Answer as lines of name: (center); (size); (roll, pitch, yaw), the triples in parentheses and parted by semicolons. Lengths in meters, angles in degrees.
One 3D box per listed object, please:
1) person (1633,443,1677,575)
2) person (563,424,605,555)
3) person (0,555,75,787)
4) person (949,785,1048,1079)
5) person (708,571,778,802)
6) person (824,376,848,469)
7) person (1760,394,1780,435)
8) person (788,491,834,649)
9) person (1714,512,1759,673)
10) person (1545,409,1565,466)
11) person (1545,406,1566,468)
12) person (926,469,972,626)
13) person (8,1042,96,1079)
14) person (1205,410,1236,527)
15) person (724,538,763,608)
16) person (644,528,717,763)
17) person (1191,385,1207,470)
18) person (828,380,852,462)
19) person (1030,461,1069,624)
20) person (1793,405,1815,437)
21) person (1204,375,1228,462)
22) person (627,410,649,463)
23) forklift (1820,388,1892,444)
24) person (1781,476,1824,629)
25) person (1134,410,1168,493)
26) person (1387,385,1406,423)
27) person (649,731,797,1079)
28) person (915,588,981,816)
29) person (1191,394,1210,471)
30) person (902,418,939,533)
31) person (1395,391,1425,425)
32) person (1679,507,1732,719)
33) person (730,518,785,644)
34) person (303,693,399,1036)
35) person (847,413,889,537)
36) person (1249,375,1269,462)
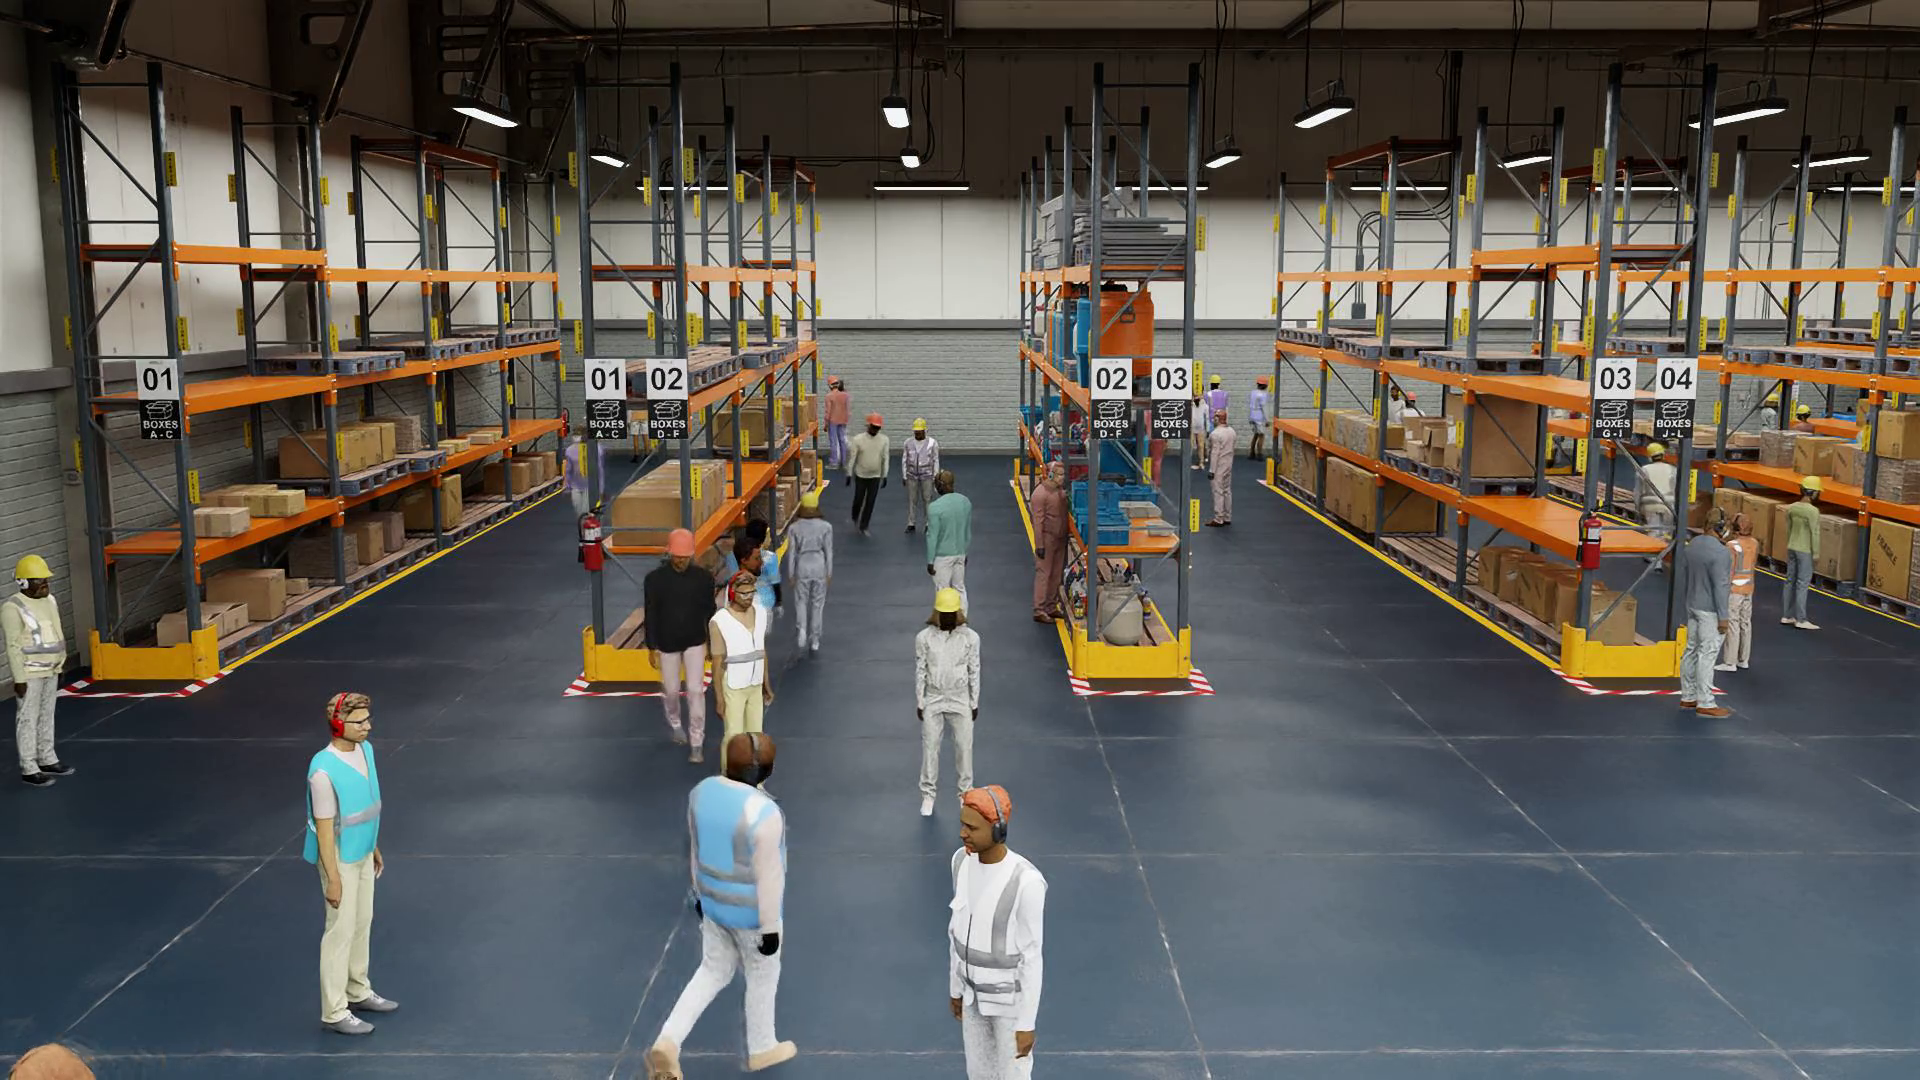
person: (9.538, -0.427, 22.746); (0.603, 1.784, 0.876); (1, 9, 8)
person: (-5.489, -0.725, 24.192); (0.651, 1.918, 0.457); (3, 9, 21)
person: (-7.328, 1.023, 13.228); (0.404, 1.834, 0.592); (0, 9, 2)
person: (0.144, 1.957, 7.095); (0.356, 1.879, 0.576); (-7, 11, -37)
person: (-1.662, 1.131, 12.554); (0.404, 1.831, 0.573); (6, 11, 34)
person: (-2.656, -2.498, 35.389); (0.393, 1.985, 0.611); (8, 12, 43)
person: (16.337, -2.087, 33.574); (0.323, 1.730, 0.491); (0, 9, 0)
person: (-1.609, 0.335, 17.991); (0.488, 1.731, 0.397); (0, 9, -3)
person: (7.933, 0.536, 16.983); (0.523, 1.639, 0.306); (-6, 11, -34)
person: (12.807, -2.385, 35.878); (0.480, 1.643, 0.507); (-7, 11, -39)
person: (12.051, -2.196, 33.644); (0.403, 1.923, 0.585); (-1, 9, -7)
person: (-0.131, 0.183, 18.324); (0.381, 1.930, 0.631); (9, 12, 44)
person: (-2.828, 2.368, 5.335); (0.499, 1.594, 0.846); (5, 10, 28)
person: (4.219, -1.170, 27.101); (0.402, 1.906, 0.651); (7, 11, 38)
person: (-1.764, 0.931, 13.546); (0.397, 1.920, 0.587); (-1, 9, -4)
person: (-2.346, 0.842, 13.996); (0.620, 1.958, 0.794); (-2, 9, -11)
person: (5.080, -2.404, 35.263); (0.342, 1.839, 0.503); (2, 9, 14)
person: (-2.623, -2.631, 36.752); (0.509, 1.831, 0.648); (1, 9, 4)
person: (1.085, 0.021, 19.493); (0.401, 1.894, 0.654); (6, 10, 32)
person: (15.176, -1.552, 30.012); (0.522, 1.769, 0.311); (-4, 10, -26)
person: (5.635, -2.680, 36.740); (0.592, 1.929, 0.356); (-3, 9, -19)
person: (-7.076, -2.657, 36.571); (0.552, 1.935, 0.374); (-6, 11, -33)
forklift: (20.072, -3.110, 36.462); (1.873, 2.768, 1.129); (0, 9, 0)
person: (9.716, 0.142, 19.135); (0.327, 1.760, 0.523); (-1, 9, -7)
person: (3.641, -1.916, 31.472); (0.693, 2.000, 0.544); (2, 9, 15)
person: (8.983, -2.265, 34.313); (0.324, 1.862, 0.513); (-6, 11, -34)
person: (-1.147, 1.824, 8.184); (0.654, 1.810, 0.787); (8, 12, 41)
person: (-0.090, 1.206, 12.379); (0.485, 1.735, 0.332); (0, 9, 1)
person: (4.982, -2.321, 35.028); (0.570, 1.745, 0.343); (0, 9, -3)
person: (-0.635, -1.017, 26.360); (0.600, 1.827, 0.404); (2, 9, 11)
person: (8.438, -1.829, 31.287); (0.548, 1.929, 0.386); (1, 9, 5)
person: (6.860, 0.657, 15.258); (0.372, 1.937, 0.627); (-1, 9, -5)
person: (-1.936, 0.615, 16.307); (0.552, 1.680, 0.563); (5, 10, 29)
person: (-3.272, 1.705, 8.850); (0.388, 1.837, 0.560); (0, 9, 2)
person: (-1.450, -1.037, 26.091); (0.647, 1.952, 0.671); (-3, 9, -20)
person: (6.645, -2.698, 36.900); (0.416, 1.915, 0.568); (-3, 9, -16)
